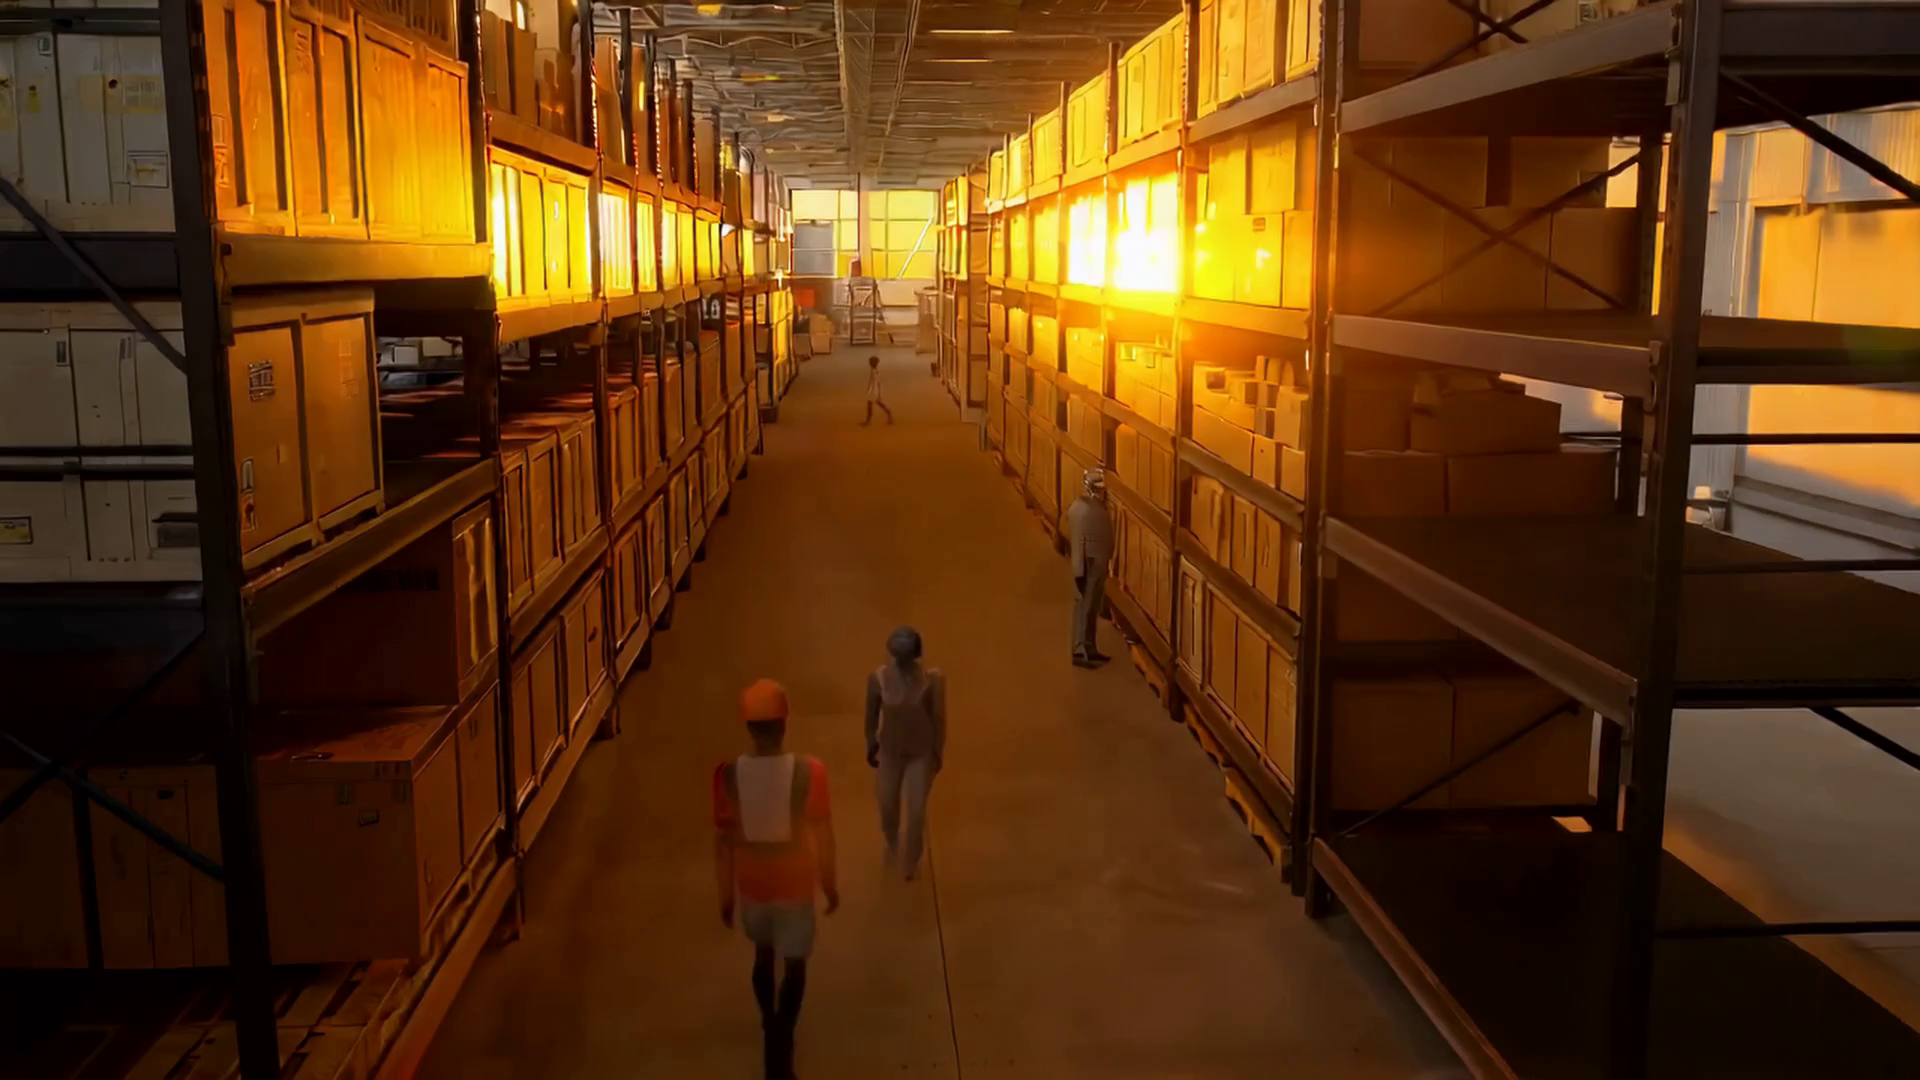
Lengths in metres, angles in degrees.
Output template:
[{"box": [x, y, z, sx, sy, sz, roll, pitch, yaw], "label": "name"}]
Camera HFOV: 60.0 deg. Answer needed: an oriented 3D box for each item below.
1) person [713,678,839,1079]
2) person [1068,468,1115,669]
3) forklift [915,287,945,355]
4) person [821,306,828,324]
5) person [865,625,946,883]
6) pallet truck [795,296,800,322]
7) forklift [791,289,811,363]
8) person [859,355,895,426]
[{"box": [-0.885, 1.623, 7.732, 0.577, 1.905, 0.835, 1, 10, 8], "label": "person"}, {"box": [1.274, 0.257, 15.844, 0.403, 1.903, 0.652, 5, 11, 26], "label": "person"}, {"box": [-0.976, -8.990, 68.170, 1.129, 2.768, 1.873, 4, 10, 21], "label": "forklift"}, {"box": [-6.626, -10.576, 81.198, 0.322, 1.692, 0.533, -3, 10, -18], "label": "person"}, {"box": [-0.336, 1.310, 10.380, 0.507, 1.623, 0.423, 0, 10, 2], "label": "person"}, {"box": [-8.622, -12.439, 91.403, 1.885, 1.965, 0.823, 2, 10, 13], "label": "pallet truck"}, {"box": [-6.257, -8.164, 63.235, 1.129, 2.768, 1.873, -1, 10, -3], "label": "forklift"}, {"box": [-1.929, -3.516, 39.095, 0.839, 1.662, 0.530, -1, 10, -5], "label": "person"}]
